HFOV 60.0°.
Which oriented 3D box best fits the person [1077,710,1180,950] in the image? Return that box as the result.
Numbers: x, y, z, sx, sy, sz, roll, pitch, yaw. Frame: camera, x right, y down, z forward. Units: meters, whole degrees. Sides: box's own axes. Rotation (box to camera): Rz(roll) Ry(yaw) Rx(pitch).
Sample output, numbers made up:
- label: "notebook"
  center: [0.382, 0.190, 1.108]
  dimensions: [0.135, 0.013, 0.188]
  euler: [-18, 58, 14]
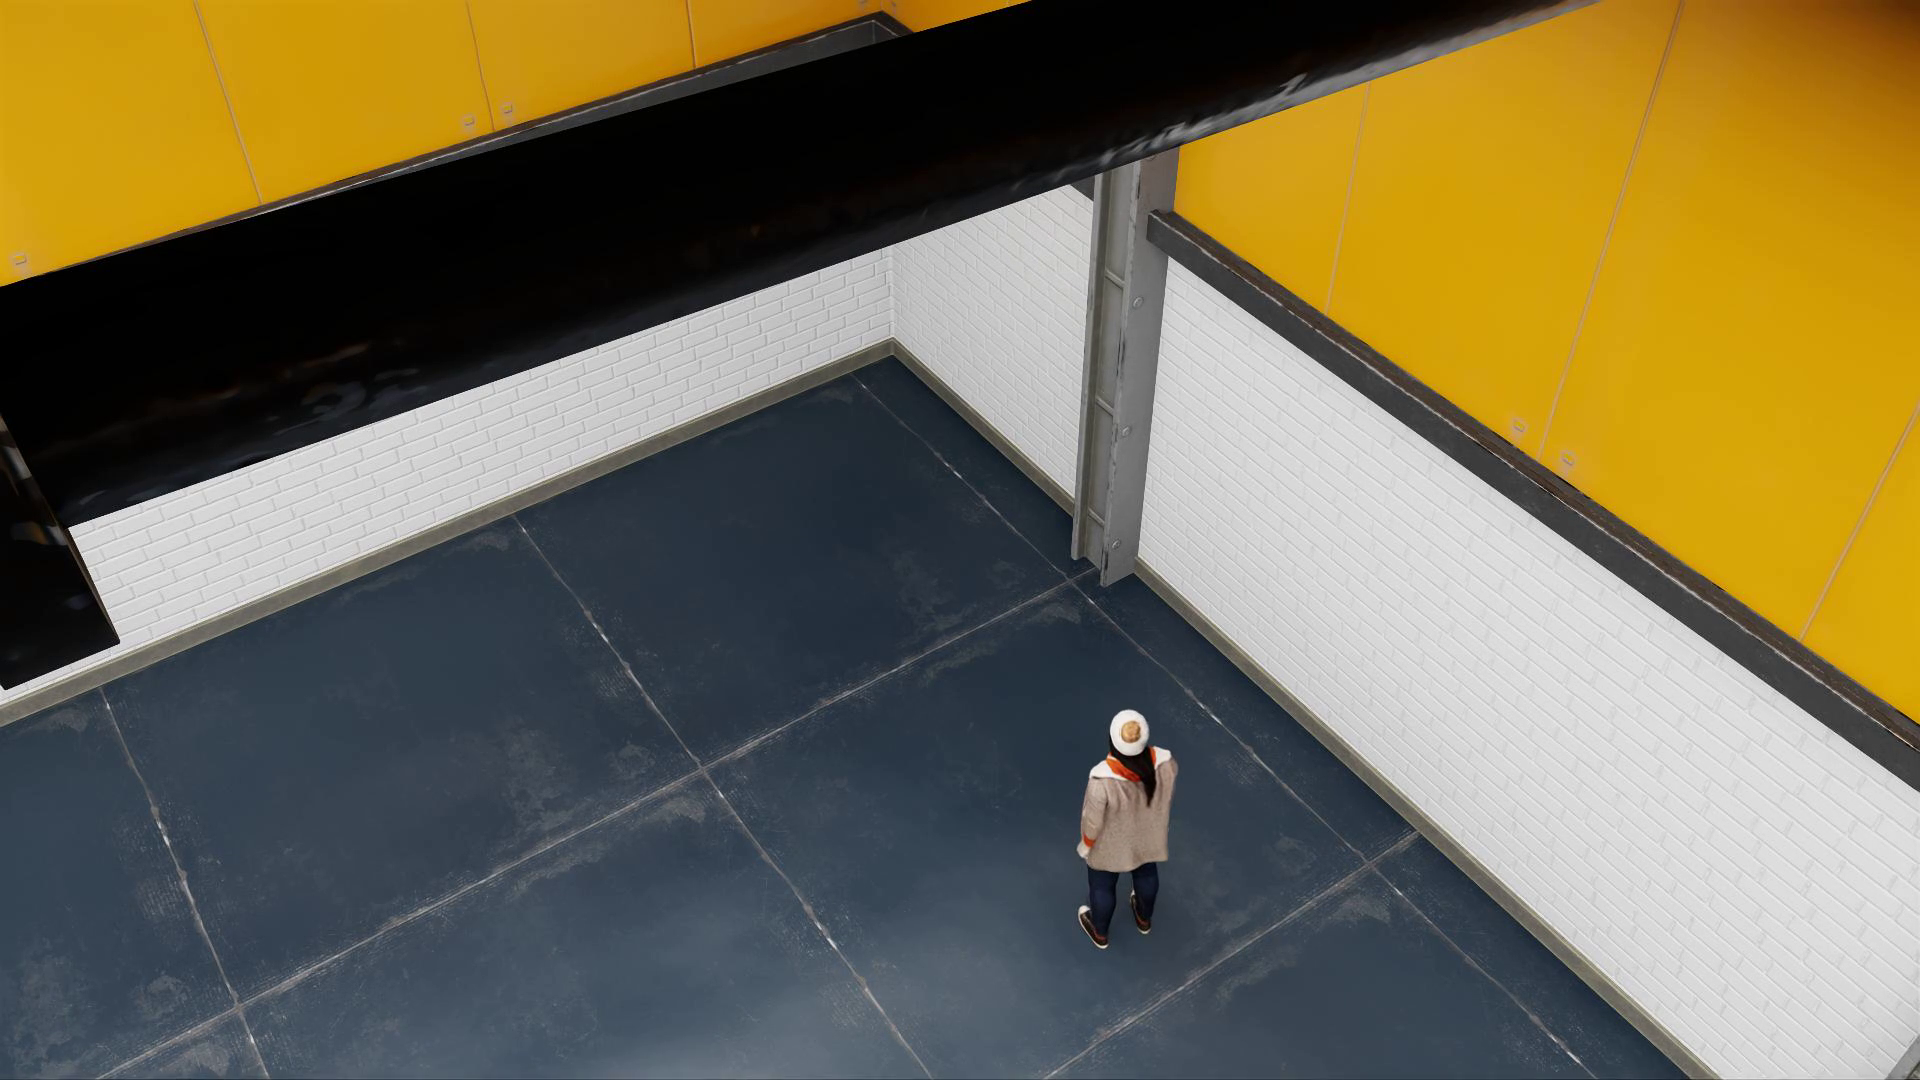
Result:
- label: "person"
  center: [0.920, 1.603, 9.239]
  dimensions: [0.773, 1.895, 0.757]
  euler: [-14, 45, -14]
